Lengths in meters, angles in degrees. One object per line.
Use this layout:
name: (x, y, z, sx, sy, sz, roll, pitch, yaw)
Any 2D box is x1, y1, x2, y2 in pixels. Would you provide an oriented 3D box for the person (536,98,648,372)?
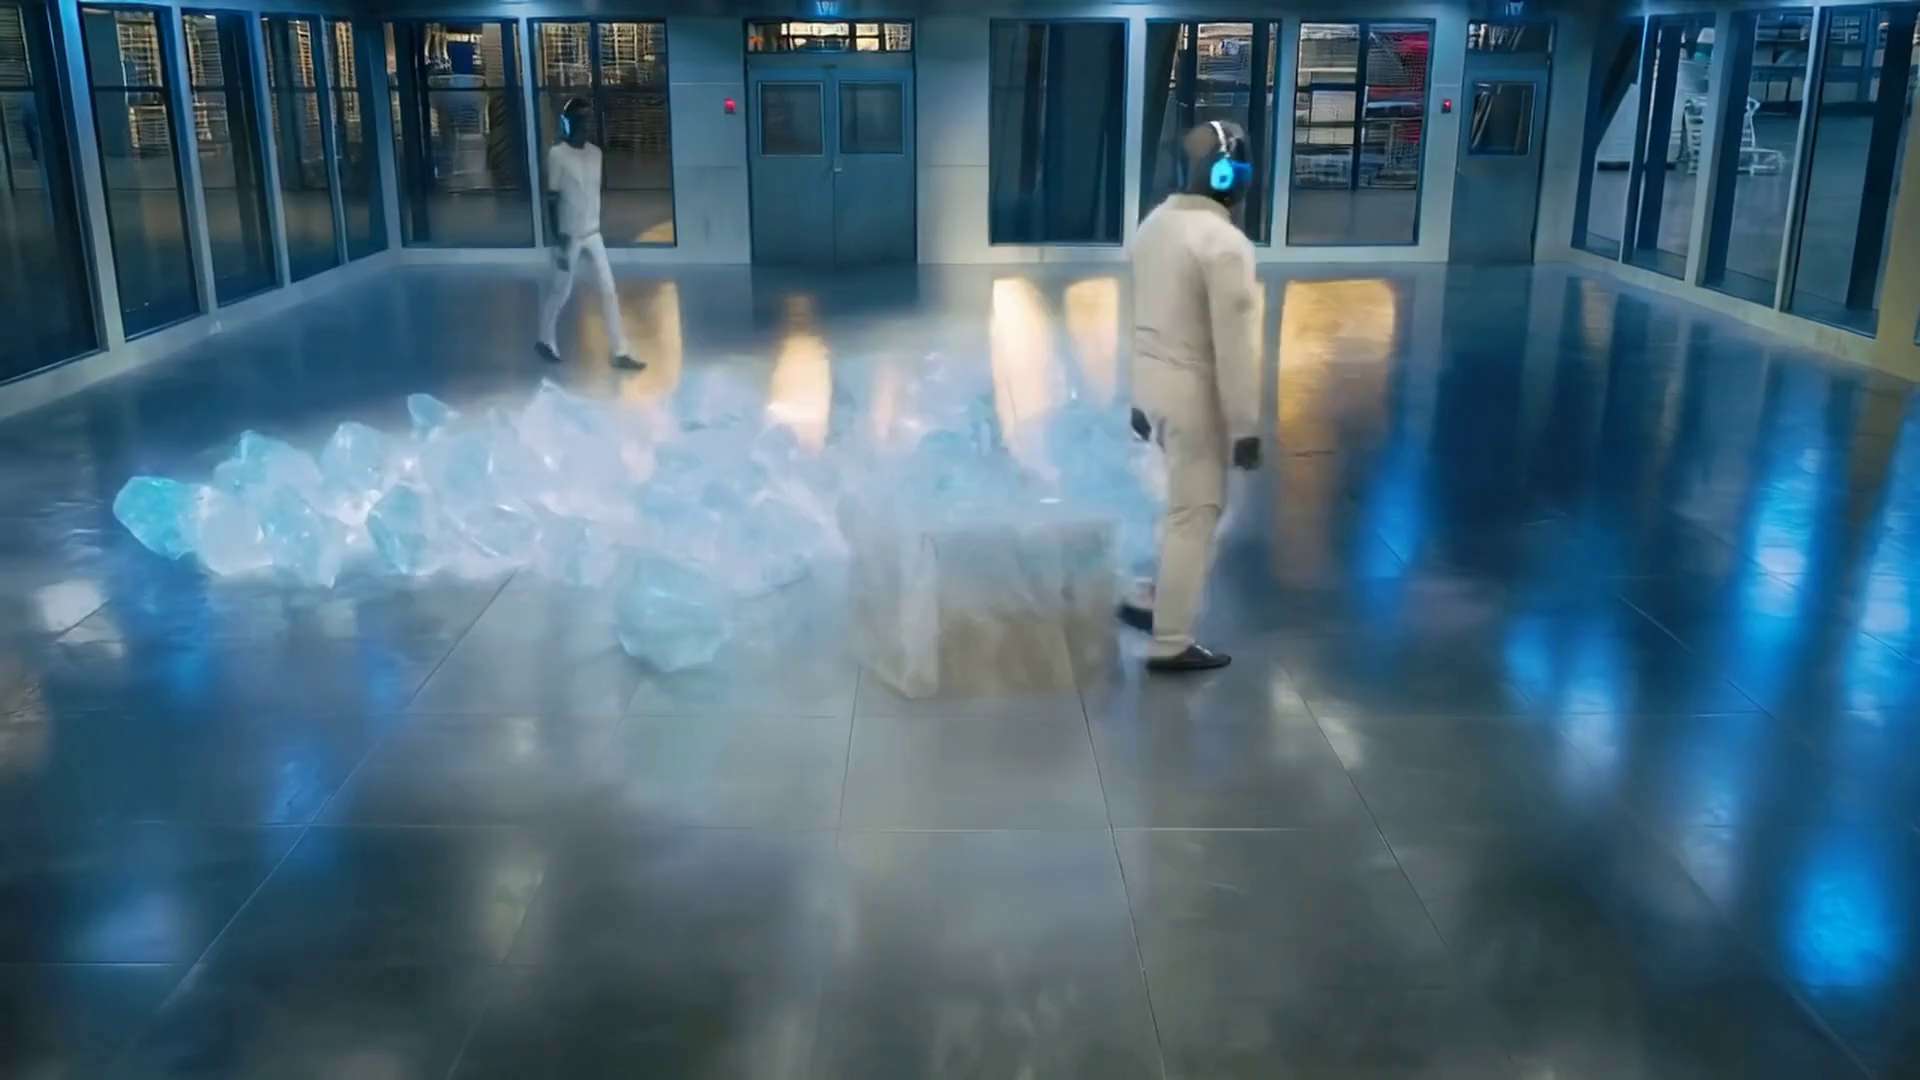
person: (-2.599, -2.066, 11.305, 0.992, 1.823, 0.554, 12, 20, 34)

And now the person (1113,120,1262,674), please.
person: (0.819, -0.457, 5.693, 0.442, 1.896, 0.663, -5, 17, -17)
